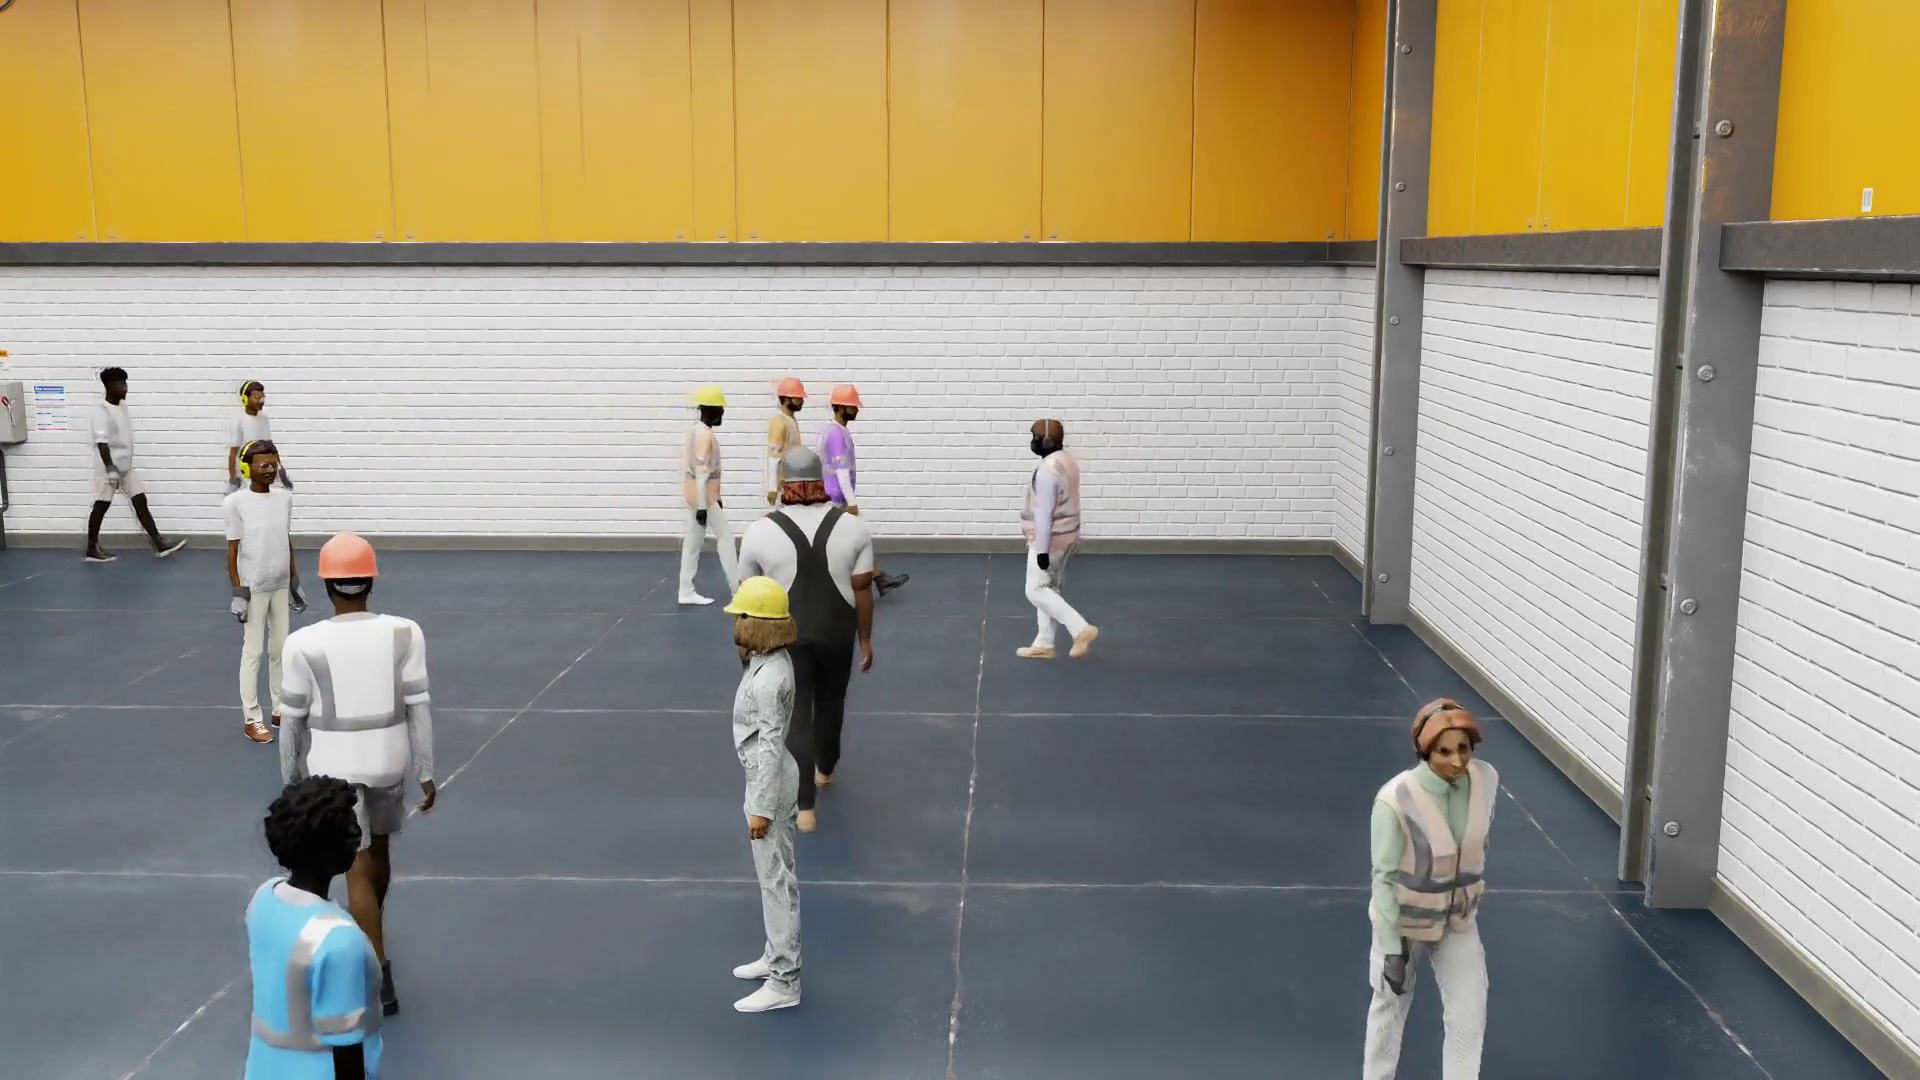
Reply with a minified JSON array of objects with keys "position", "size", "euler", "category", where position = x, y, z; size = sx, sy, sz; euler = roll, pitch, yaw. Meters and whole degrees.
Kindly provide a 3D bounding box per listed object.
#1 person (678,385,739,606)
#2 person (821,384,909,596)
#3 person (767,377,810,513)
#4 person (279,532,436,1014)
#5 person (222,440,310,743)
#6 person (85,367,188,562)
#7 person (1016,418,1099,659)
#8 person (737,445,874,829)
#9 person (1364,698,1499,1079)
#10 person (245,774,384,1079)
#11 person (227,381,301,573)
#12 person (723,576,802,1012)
[{"position":[-2.044,-0.371,14.220],"size":[0.855,1.893,0.620],"euler":[-3,10,-15],"category":"person"},{"position":[-0.941,-0.399,14.413],"size":[0.980,1.884,0.575],"euler":[0,10,3],"category":"person"},{"position":[-1.498,-0.549,15.293],"size":[0.972,1.884,0.572],"euler":[1,10,5],"category":"person"},{"position":[-2.471,0.905,6.800],"size":[0.565,1.883,0.983],"euler":[-6,11,-31],"category":"person"},{"position":[-4.302,0.307,10.342],"size":[0.329,1.873,0.514],"euler":[5,11,27],"category":"person"},{"position":[-8.170,-0.731,16.273],"size":[0.980,1.910,0.648],"euler":[0,10,1],"category":"person"},{"position":[0.714,0.012,12.228],"size":[0.569,1.828,0.626],"euler":[3,10,20],"category":"person"},{"position":[-0.854,0.455,8.974],"size":[0.709,2.000,0.992],"euler":[-2,10,-13],"category":"person"},{"position":[1.541,1.274,5.459],"size":[0.530,1.588,0.705],"euler":[-4,10,-22],"category":"person"},{"position":[-1.654,1.429,4.303],"size":[0.552,1.687,0.477],"euler":[9,13,44],"category":"person"},{"position":[-6.520,-0.568,15.594],"size":[0.841,1.833,0.492],"euler":[1,10,6],"category":"person"},{"position":[-0.784,1.001,6.645],"size":[0.287,1.746,0.487],"euler":[-1,10,-6],"category":"person"}]
